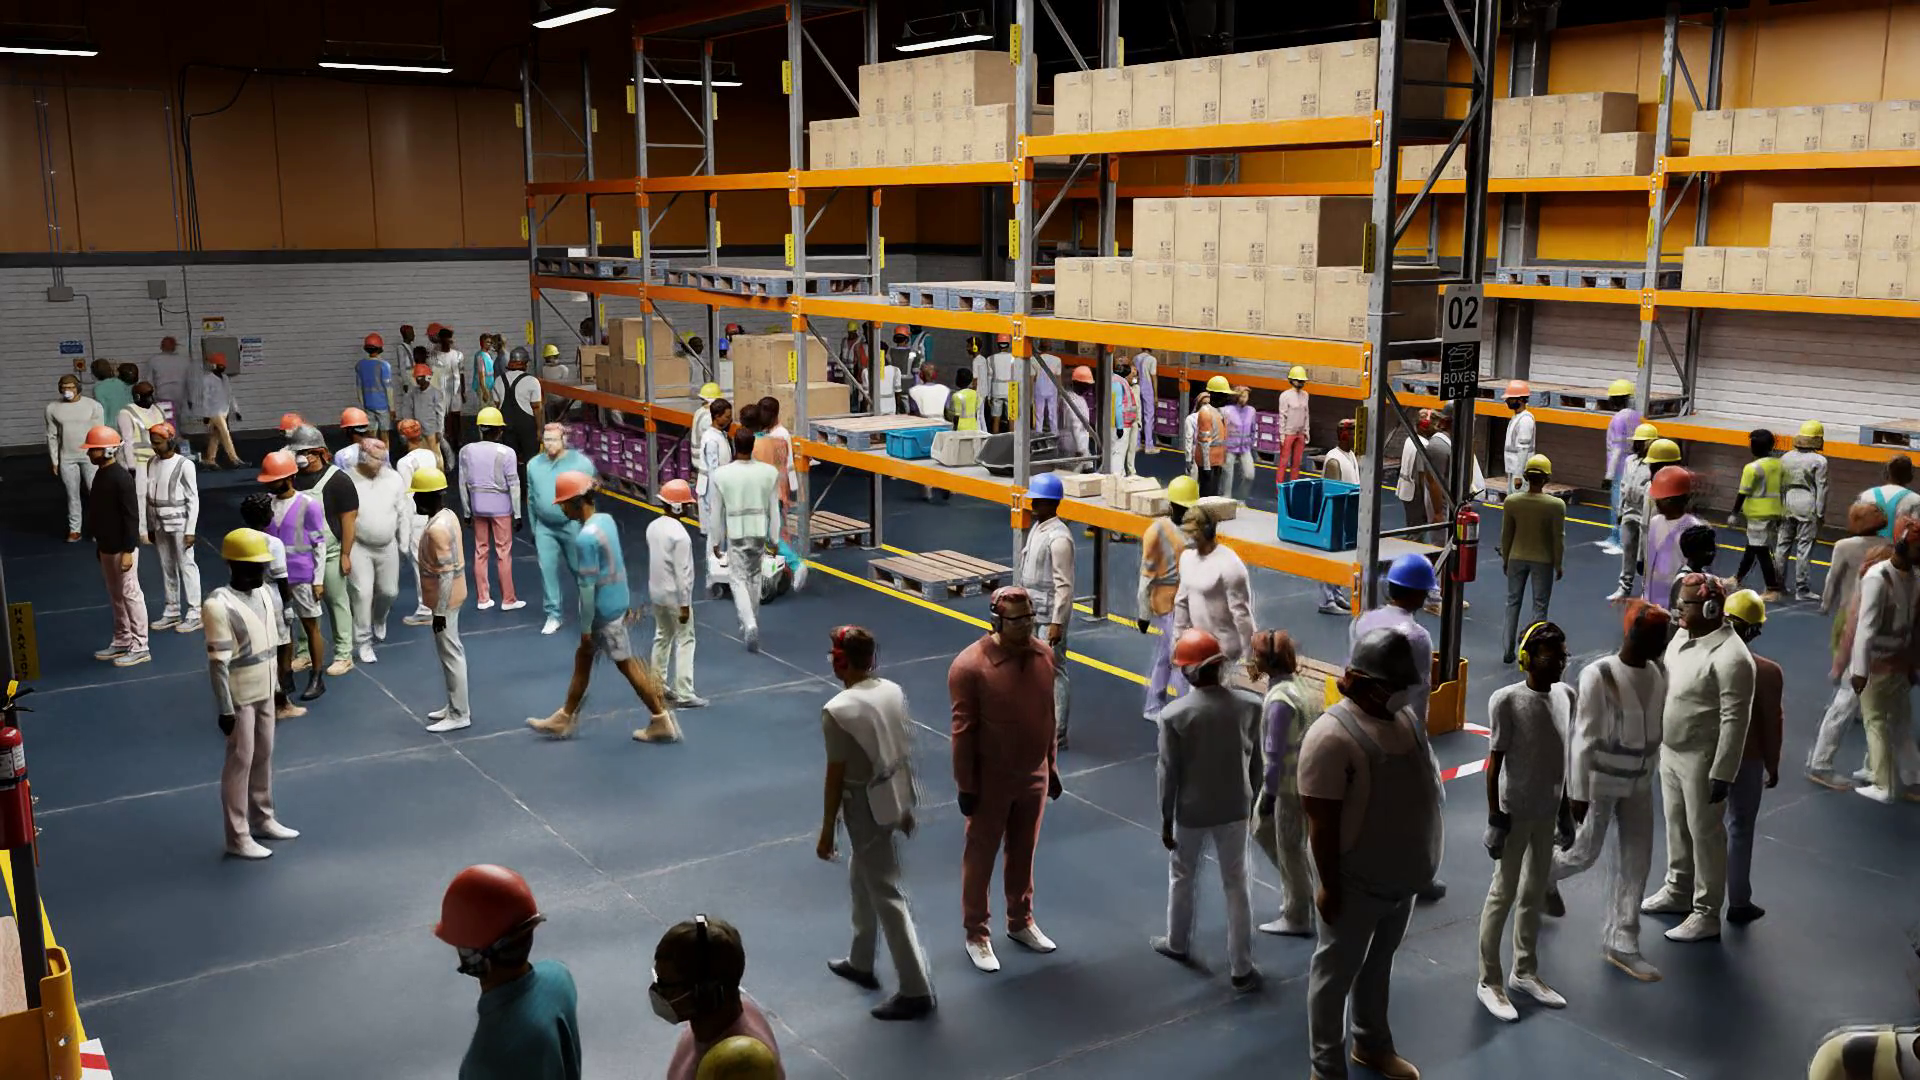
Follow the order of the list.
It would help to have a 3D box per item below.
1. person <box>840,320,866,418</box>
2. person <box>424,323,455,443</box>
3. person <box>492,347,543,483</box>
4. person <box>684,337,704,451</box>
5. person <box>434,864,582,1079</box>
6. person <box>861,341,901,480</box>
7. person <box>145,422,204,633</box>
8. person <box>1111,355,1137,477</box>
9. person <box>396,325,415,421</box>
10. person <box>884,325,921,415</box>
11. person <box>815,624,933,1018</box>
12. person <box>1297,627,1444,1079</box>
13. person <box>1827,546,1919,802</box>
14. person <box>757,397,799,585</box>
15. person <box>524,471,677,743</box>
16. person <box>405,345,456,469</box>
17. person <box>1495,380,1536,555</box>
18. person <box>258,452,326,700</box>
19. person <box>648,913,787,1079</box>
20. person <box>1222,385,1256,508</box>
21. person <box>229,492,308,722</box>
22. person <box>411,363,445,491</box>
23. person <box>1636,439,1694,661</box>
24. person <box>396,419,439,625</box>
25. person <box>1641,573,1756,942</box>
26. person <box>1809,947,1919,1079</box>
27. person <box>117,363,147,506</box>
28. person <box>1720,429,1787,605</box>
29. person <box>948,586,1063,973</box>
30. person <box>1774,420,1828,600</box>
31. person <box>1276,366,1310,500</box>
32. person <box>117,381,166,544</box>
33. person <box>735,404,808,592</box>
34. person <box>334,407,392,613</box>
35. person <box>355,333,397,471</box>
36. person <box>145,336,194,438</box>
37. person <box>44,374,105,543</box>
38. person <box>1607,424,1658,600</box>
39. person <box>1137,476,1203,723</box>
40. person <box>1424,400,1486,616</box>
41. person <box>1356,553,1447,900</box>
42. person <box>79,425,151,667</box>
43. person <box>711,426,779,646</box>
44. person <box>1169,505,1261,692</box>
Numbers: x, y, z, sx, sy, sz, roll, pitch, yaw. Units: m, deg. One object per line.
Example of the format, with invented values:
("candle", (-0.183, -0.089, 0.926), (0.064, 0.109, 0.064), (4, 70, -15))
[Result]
("person", (-1.926, -3.063, 30.096), (0.591, 1.824, 0.403), (6, 12, 26))
("person", (-8.499, -2.509, 26.856), (0.646, 1.972, 0.637), (-5, 12, -25))
("person", (-5.656, -1.495, 21.503), (0.683, 2.000, 0.536), (4, 12, 18))
("person", (-4.115, -2.236, 25.822), (0.342, 1.839, 0.503), (6, 13, 28))
("person", (-1.212, 1.839, 4.571), (0.392, 1.990, 0.612), (1, 11, 3))
("person", (-1.111, -1.807, 23.287), (0.614, 1.965, 0.361), (-6, 12, -27))
("person", (-7.033, -0.114, 14.835), (0.574, 1.886, 0.356), (5, 12, 23))
("person", (2.154, -1.544, 22.261), (0.429, 1.846, 0.625), (1, 11, 6))
("person", (-9.204, -2.647, 27.806), (0.355, 1.883, 0.574), (-1, 11, -3))
("person", (-0.900, -2.276, 25.538), (0.604, 2.034, 0.417), (1, 11, 7))
("person", (-0.387, 1.304, 7.825), (0.676, 1.803, 0.583), (5, 12, 25))
("person", (1.743, 1.352, 6.933), (0.683, 2.000, 0.538), (-10, 15, -42))
("person", (5.855, 0.840, 10.652), (0.515, 1.612, 0.588), (-4, 12, -20))
("person", (-1.837, -0.494, 16.734), (0.392, 1.906, 0.598), (-4, 12, -19))
("person", (-2.514, 0.481, 11.635), (1.077, 1.959, 0.662), (0, 11, -2))
("person", (-7.532, -1.833, 23.642), (0.614, 1.889, 0.835), (1, 11, 7))
("person", (6.051, -0.777, 18.127), (0.389, 1.929, 0.546), (2, 11, 8))
("person", (-5.120, 0.278, 12.717), (0.547, 1.929, 0.385), (2, 11, 11))
("person", (-0.609, 1.904, 4.411), (0.370, 1.932, 0.623), (-3, 11, -13))
("person", (3.423, -1.093, 20.527), (0.533, 1.626, 0.398), (-4, 12, -20))
("person", (-5.108, 0.492, 12.217), (0.533, 1.697, 0.319), (5, 12, 24))
("person", (-7.105, -1.477, 22.142), (0.560, 1.753, 0.327), (7, 13, 31))
("person", (5.685, 0.131, 13.516), (0.402, 1.917, 0.582), (-2, 11, -11))
("person", (-4.909, -0.163, 15.095), (0.359, 1.882, 0.575), (2, 11, 11))
("person", (3.756, 1.104, 8.546), (0.400, 1.907, 0.645), (-1, 11, -3))
("person", (2.465, 1.914, 4.277), (0.633, 1.948, 0.433), (4, 12, 21))
("person", (-10.547, -1.342, 21.235), (0.429, 1.844, 0.625), (-10, 15, -42))
("person", (7.633, -0.246, 16.056), (0.549, 1.657, 0.812), (-6, 13, -30))
("person", (0.254, 1.161, 8.248), (0.639, 1.911, 0.406), (-8, 14, -36))
("person", (8.167, -0.295, 16.122), (0.324, 1.743, 0.491), (-6, 13, -28))
("person", (4.351, -1.378, 21.629), (0.529, 1.764, 0.334), (-8, 13, -35))
("person", (-9.214, -0.884, 18.889), (0.429, 1.842, 0.628), (3, 12, 17))
("person", (-1.911, -0.385, 16.242), (0.817, 1.889, 0.597), (6, 13, 30))
("person", (-5.573, -0.273, 15.519), (0.358, 1.937, 0.544), (8, 13, 35))
("person", (-8.246, -1.903, 23.570), (0.614, 2.047, 0.357), (5, 12, 23))
("person", (-12.129, -2.194, 25.535), (0.690, 1.872, 0.799), (-9, 14, -40))
("person", (-10.009, -0.926, 18.892), (0.623, 1.932, 0.367), (-3, 11, -15))
("person", (6.482, -0.242, 15.855), (0.294, 1.744, 0.487), (-7, 13, -32))
("person", (1.626, 0.481, 11.805), (0.608, 1.882, 0.907), (-11, 15, -43))
("person", (4.601, -0.316, 15.470), (0.539, 2.000, 0.688), (8, 14, 35))
("person", (2.422, 1.010, 8.974), (0.657, 1.922, 0.634), (-4, 12, -22))
("person", (-6.985, 0.044, 13.740), (0.609, 1.996, 0.379), (10, 15, 40))
("person", (-1.845, -0.034, 14.409), (0.595, 1.897, 0.791), (-4, 12, -19))
("person", (1.577, 0.712, 10.602), (0.859, 1.884, 0.680), (-4, 12, -21))
